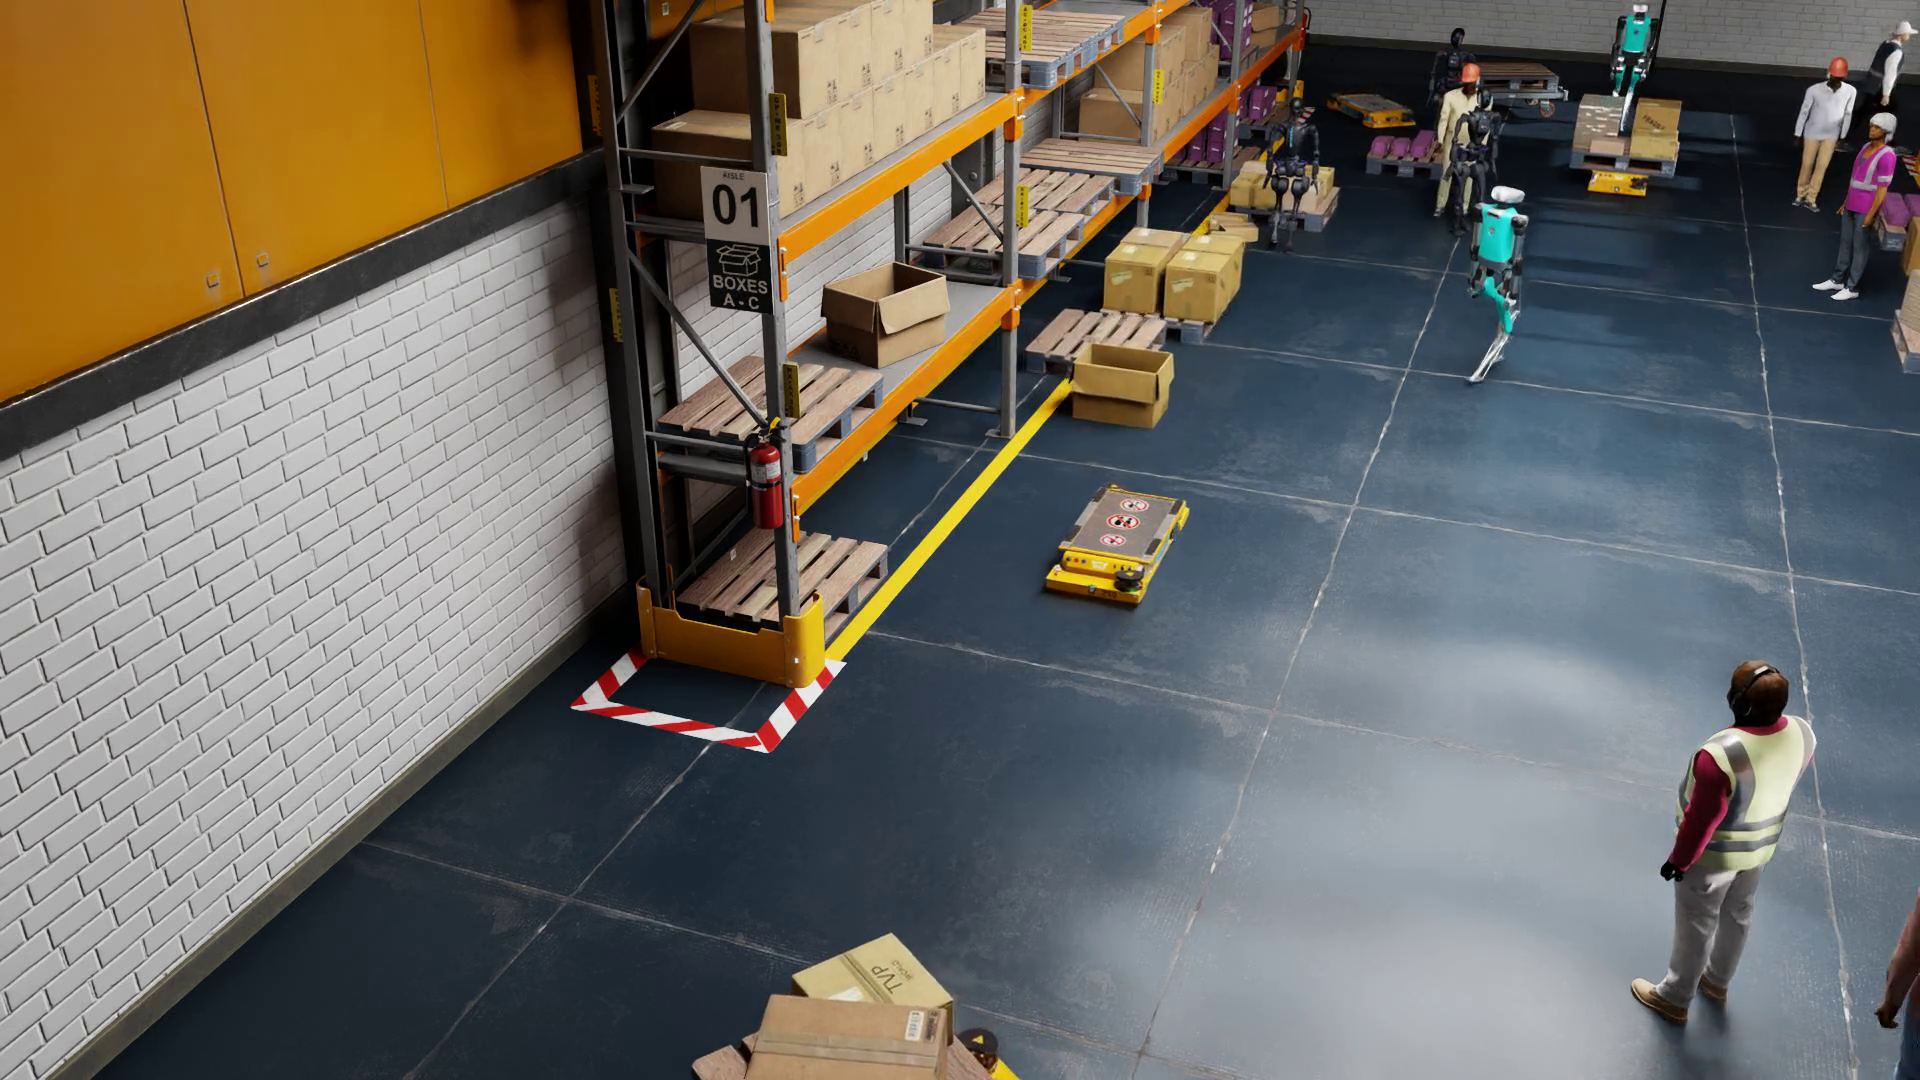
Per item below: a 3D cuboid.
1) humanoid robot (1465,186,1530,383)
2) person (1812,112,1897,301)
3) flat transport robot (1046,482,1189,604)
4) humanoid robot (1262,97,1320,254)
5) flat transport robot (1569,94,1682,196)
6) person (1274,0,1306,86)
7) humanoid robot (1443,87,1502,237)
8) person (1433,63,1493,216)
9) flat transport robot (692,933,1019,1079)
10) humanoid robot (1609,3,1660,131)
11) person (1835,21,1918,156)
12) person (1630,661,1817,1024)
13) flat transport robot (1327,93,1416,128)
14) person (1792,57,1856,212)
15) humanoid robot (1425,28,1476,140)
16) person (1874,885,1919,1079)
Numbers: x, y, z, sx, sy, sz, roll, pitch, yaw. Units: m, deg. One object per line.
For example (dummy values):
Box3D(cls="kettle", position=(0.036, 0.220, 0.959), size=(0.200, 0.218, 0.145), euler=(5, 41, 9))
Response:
Box3D(cls="humanoid robot", position=(4.751, -2.242, 14.512), size=(0.912, 1.770, 0.543), euler=(-18, 33, -32))
Box3D(cls="person", position=(8.887, -3.293, 16.417), size=(0.338, 1.845, 0.509), euler=(-2, 27, -4))
Box3D(cls="flat transport robot", position=(1.135, 0.003, 11.744), size=(0.659, 0.231, 1.431), euler=(10, 29, 18))
Box3D(cls="humanoid robot", position=(3.545, -3.900, 17.779), size=(0.610, 1.643, 0.354), euler=(10, 29, 19))
Box3D(cls="flat transport robot", position=(8.171, -4.540, 20.557), size=(0.659, 0.231, 1.431), euler=(11, 29, 20))
Box3D(cls="person", position=(5.045, -7.900, 25.257), size=(0.375, 1.936, 0.627), euler=(13, 30, 23))
Box3D(cls="humanoid robot", position=(5.620, -4.161, 18.285), size=(0.608, 1.641, 0.381), euler=(-6, 28, -11))
Box3D(cls="person", position=(5.723, -4.548, 18.953), size=(0.572, 1.748, 0.341), euler=(8, 28, 15))
Box3D(cls="flat transport robot", position=(-0.321, 2.533, 6.837), size=(1.431, 0.231, 0.659), euler=(-17, 32, -29))
Box3D(cls="humanoid robot", position=(9.118, -6.423, 22.652), size=(0.540, 1.805, 0.769), euler=(10, 29, 18))
Box3D(cls="person", position=(11.965, -5.838, 21.499), size=(0.910, 1.708, 0.731), euler=(3, 27, 5))
Box3D(cls="person", position=(3.391, 1.347, 7.421), size=(0.618, 1.845, 0.430), euler=(-12, 30, -23))
Box3D(cls="flat transport robot", position=(5.818, -6.083, 23.550), size=(0.659, 0.231, 1.431), euler=(-7, 28, -13))
Box3D(cls="person", position=(9.996, -4.711, 19.280), size=(0.585, 1.739, 0.472), euler=(5, 28, 10))
Box3D(cls="humanoid robot", position=(6.268, -5.693, 21.246), size=(0.599, 1.653, 0.315), euler=(10, 29, 19))
Box3D(cls="person", position=(3.877, 1.826, 6.360), size=(0.621, 1.969, 0.627), euler=(6, 28, 12))
